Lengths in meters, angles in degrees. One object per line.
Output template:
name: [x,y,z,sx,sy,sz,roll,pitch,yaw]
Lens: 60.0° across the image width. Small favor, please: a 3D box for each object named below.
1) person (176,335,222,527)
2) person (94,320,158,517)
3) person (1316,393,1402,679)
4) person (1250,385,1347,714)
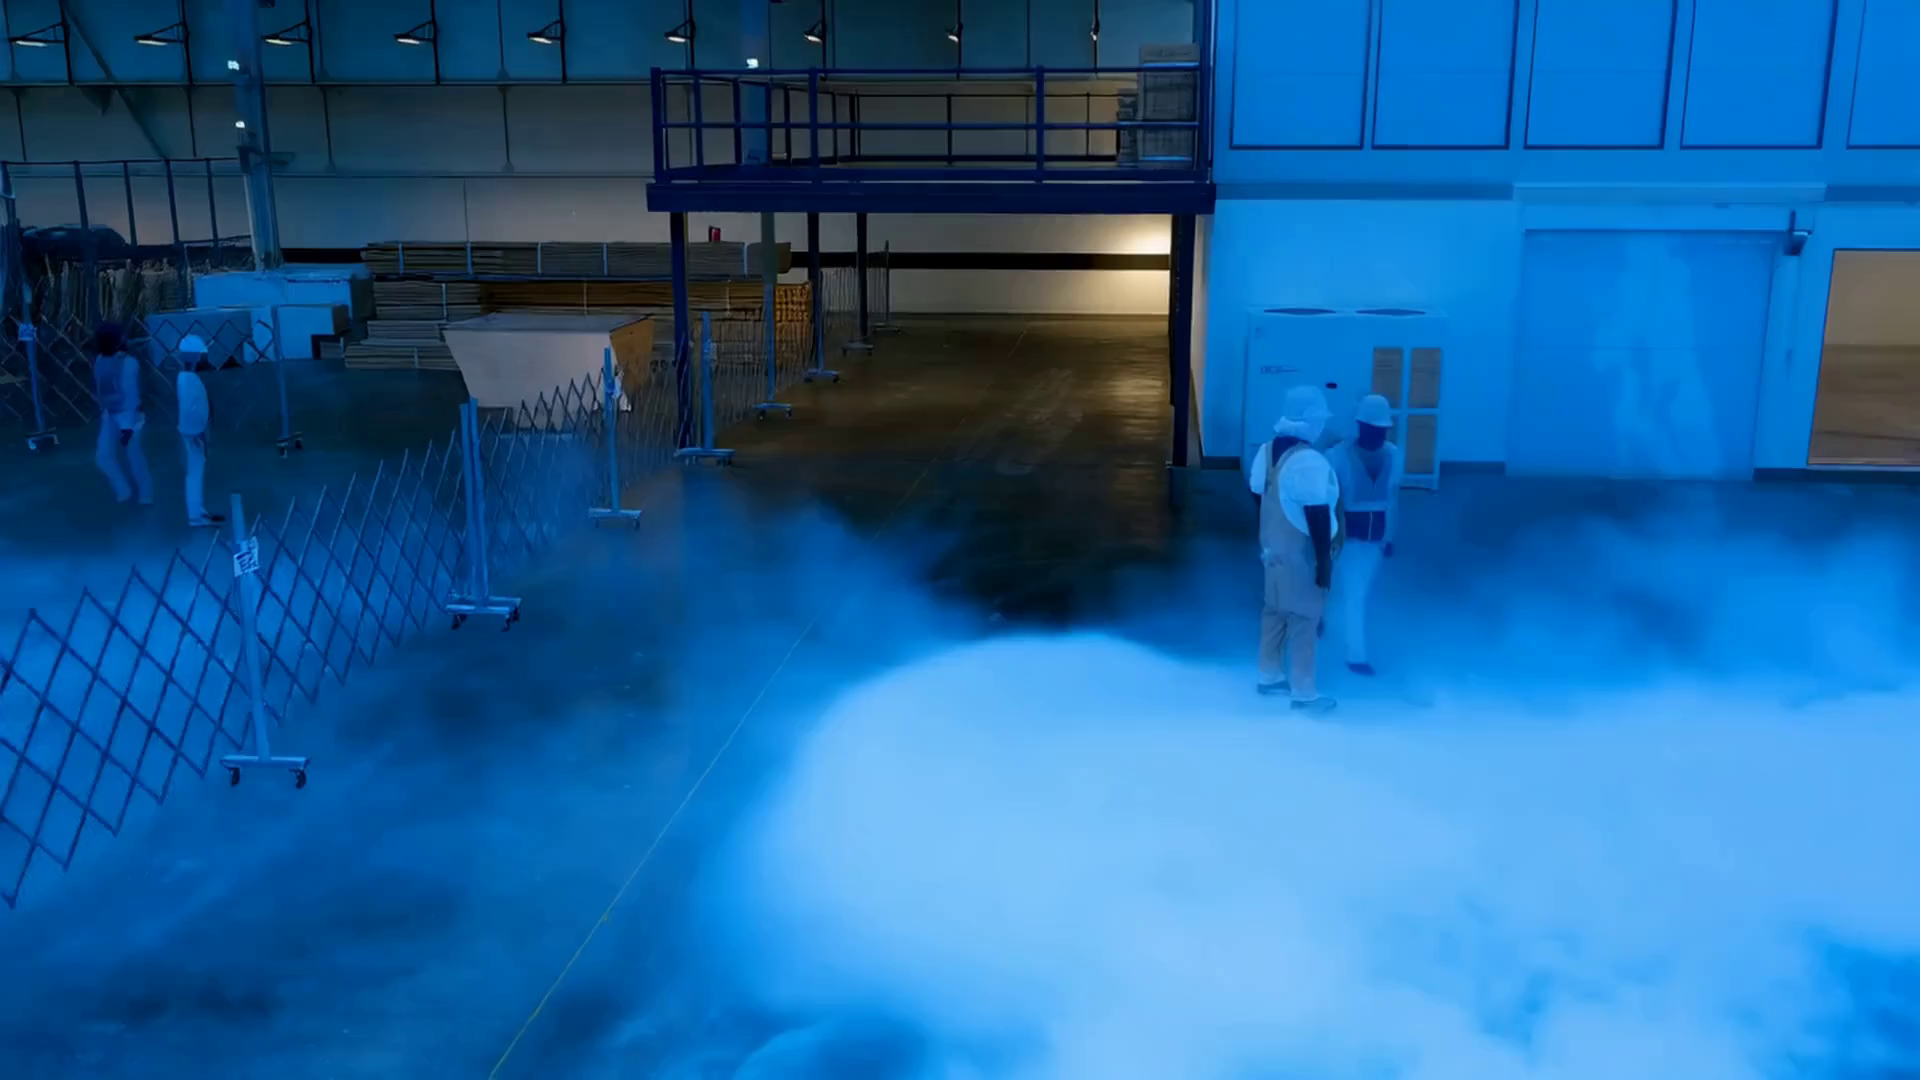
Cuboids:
person: [-6.966,-0.998,15.215,0.347,1.759,0.521,-5,15,-19]
person: [-7.817,-1.117,15.483,0.603,1.856,0.537,7,16,28]
person: [2.639,-0.081,11.197,0.592,1.894,0.811,-5,15,-21]
person: [2.135,0.048,10.344,0.536,2.000,0.672,-6,15,-23]
